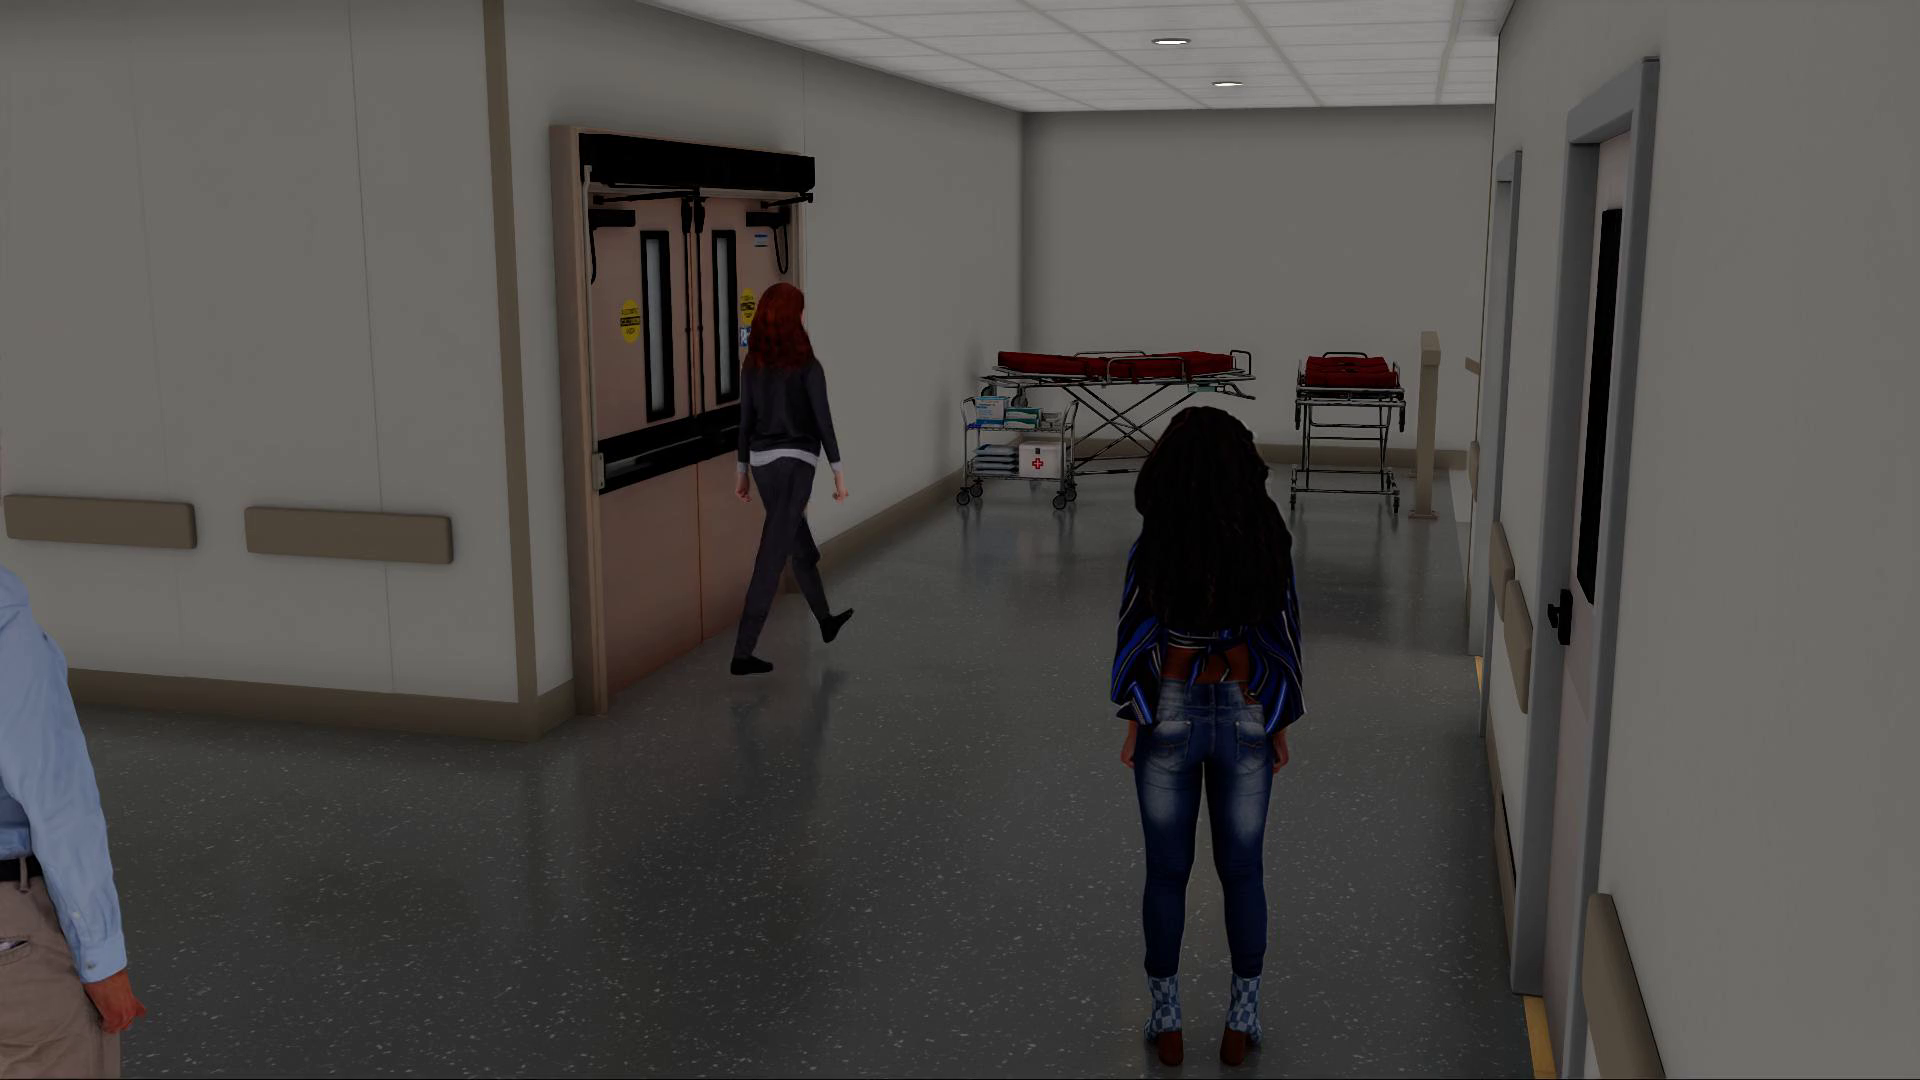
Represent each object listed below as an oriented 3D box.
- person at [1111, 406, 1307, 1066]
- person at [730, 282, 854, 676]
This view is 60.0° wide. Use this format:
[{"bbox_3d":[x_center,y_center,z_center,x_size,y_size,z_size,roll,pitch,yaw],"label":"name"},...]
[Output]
[{"bbox_3d":[0.592,0.473,4.038,0.650,1.618,0.598,1,11,5],"label":"person"},{"bbox_3d":[-0.835,-0.218,7.412,0.860,1.719,1.239,7,13,32],"label":"person"}]
